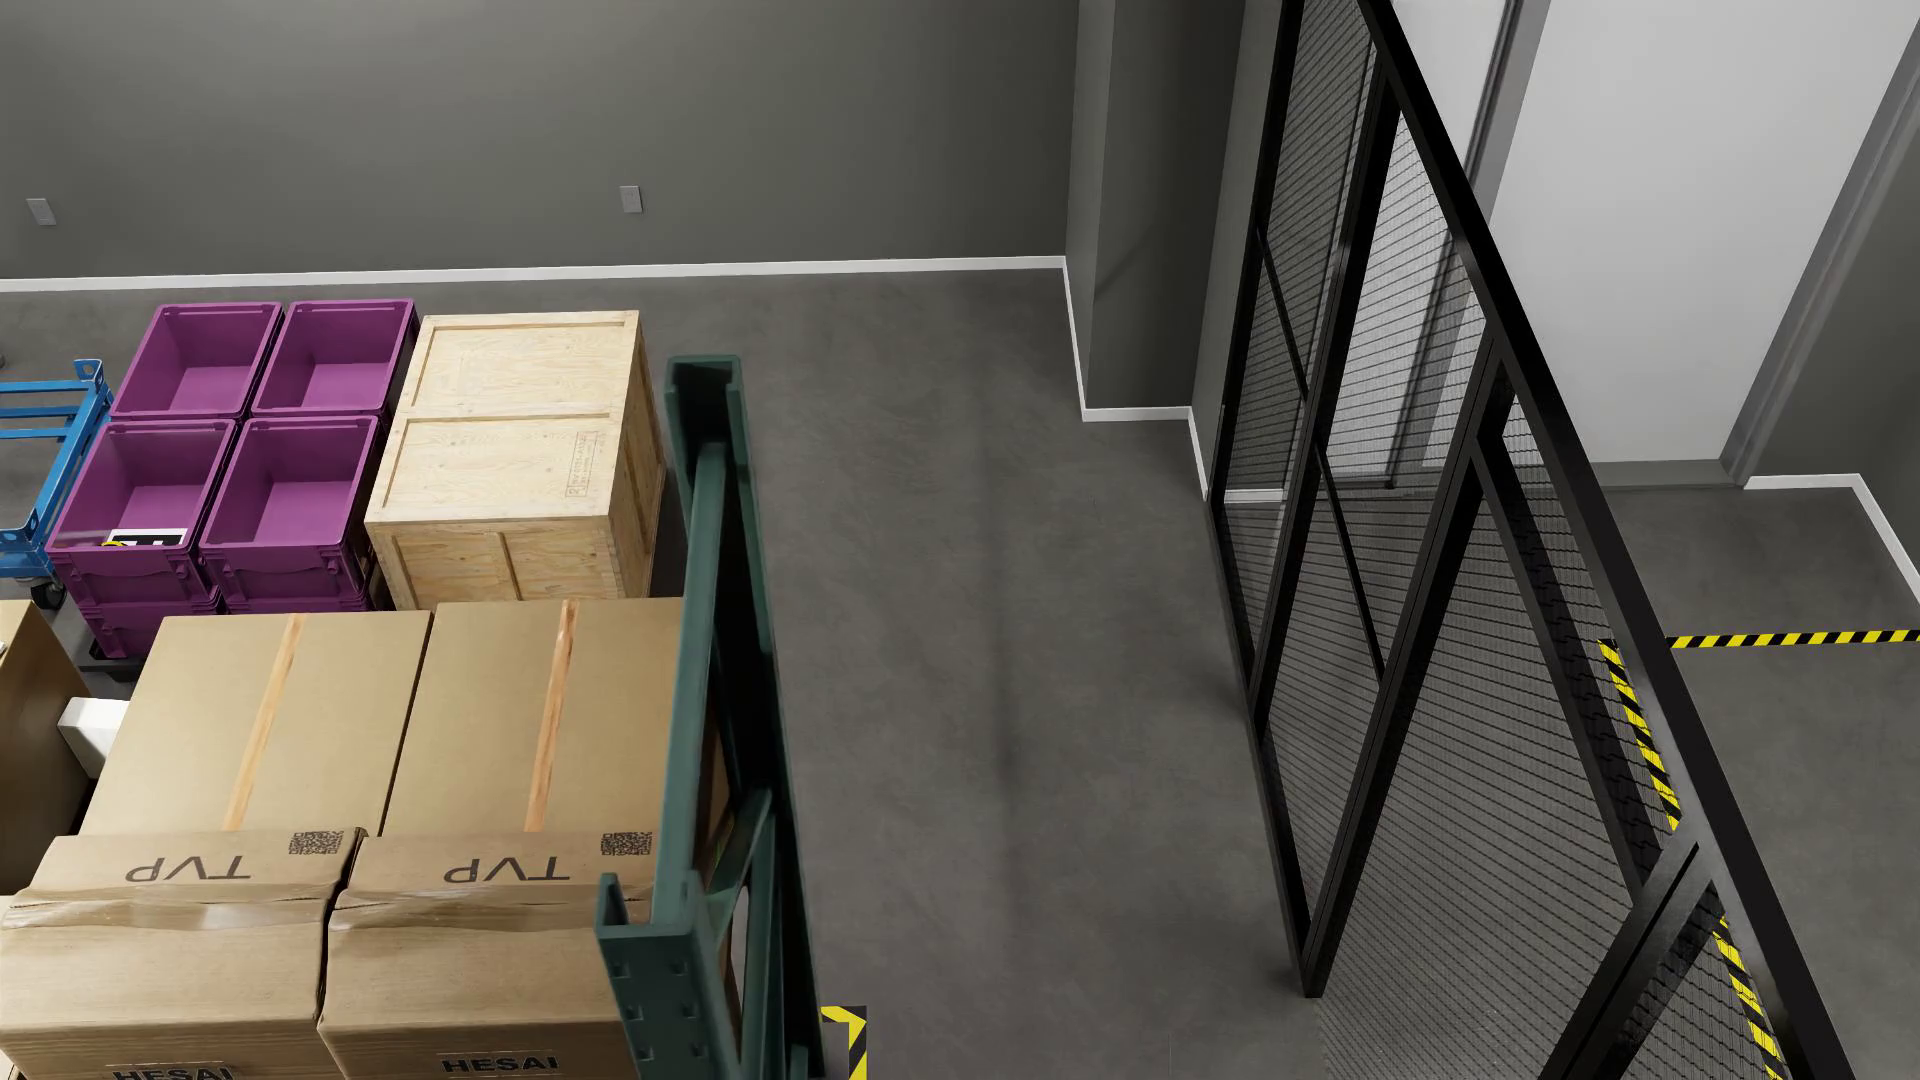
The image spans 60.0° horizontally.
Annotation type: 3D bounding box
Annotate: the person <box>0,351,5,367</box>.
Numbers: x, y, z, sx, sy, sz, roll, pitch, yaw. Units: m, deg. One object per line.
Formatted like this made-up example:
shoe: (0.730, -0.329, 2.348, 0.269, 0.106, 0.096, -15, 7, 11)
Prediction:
person: (-4.037, -1.271, 5.971, 0.373, 1.940, 0.628, -3, 46, -3)
